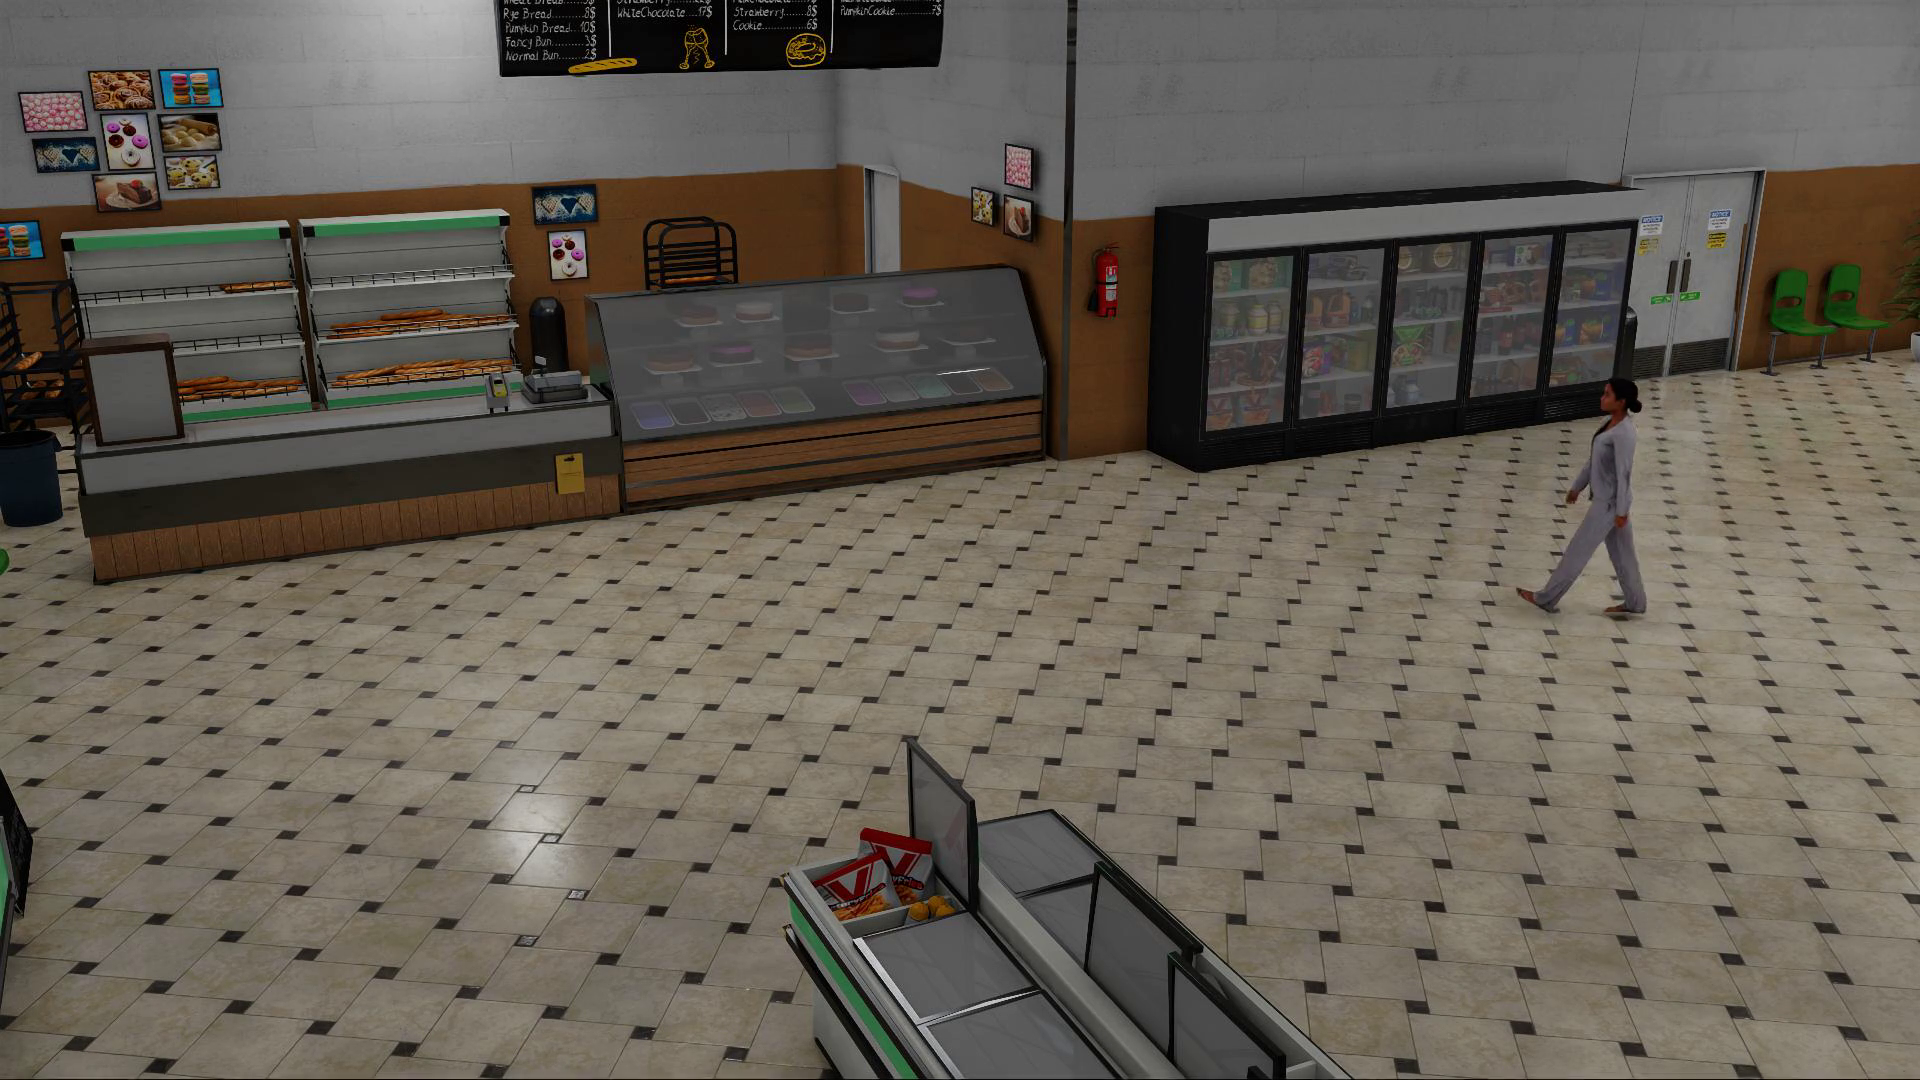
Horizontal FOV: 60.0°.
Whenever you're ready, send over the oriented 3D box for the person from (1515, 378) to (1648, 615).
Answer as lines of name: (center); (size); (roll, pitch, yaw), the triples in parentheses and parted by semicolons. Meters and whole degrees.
person: (4.573, -0.255, 11.487); (1.148, 1.689, 1.140); (5, 19, 14)
